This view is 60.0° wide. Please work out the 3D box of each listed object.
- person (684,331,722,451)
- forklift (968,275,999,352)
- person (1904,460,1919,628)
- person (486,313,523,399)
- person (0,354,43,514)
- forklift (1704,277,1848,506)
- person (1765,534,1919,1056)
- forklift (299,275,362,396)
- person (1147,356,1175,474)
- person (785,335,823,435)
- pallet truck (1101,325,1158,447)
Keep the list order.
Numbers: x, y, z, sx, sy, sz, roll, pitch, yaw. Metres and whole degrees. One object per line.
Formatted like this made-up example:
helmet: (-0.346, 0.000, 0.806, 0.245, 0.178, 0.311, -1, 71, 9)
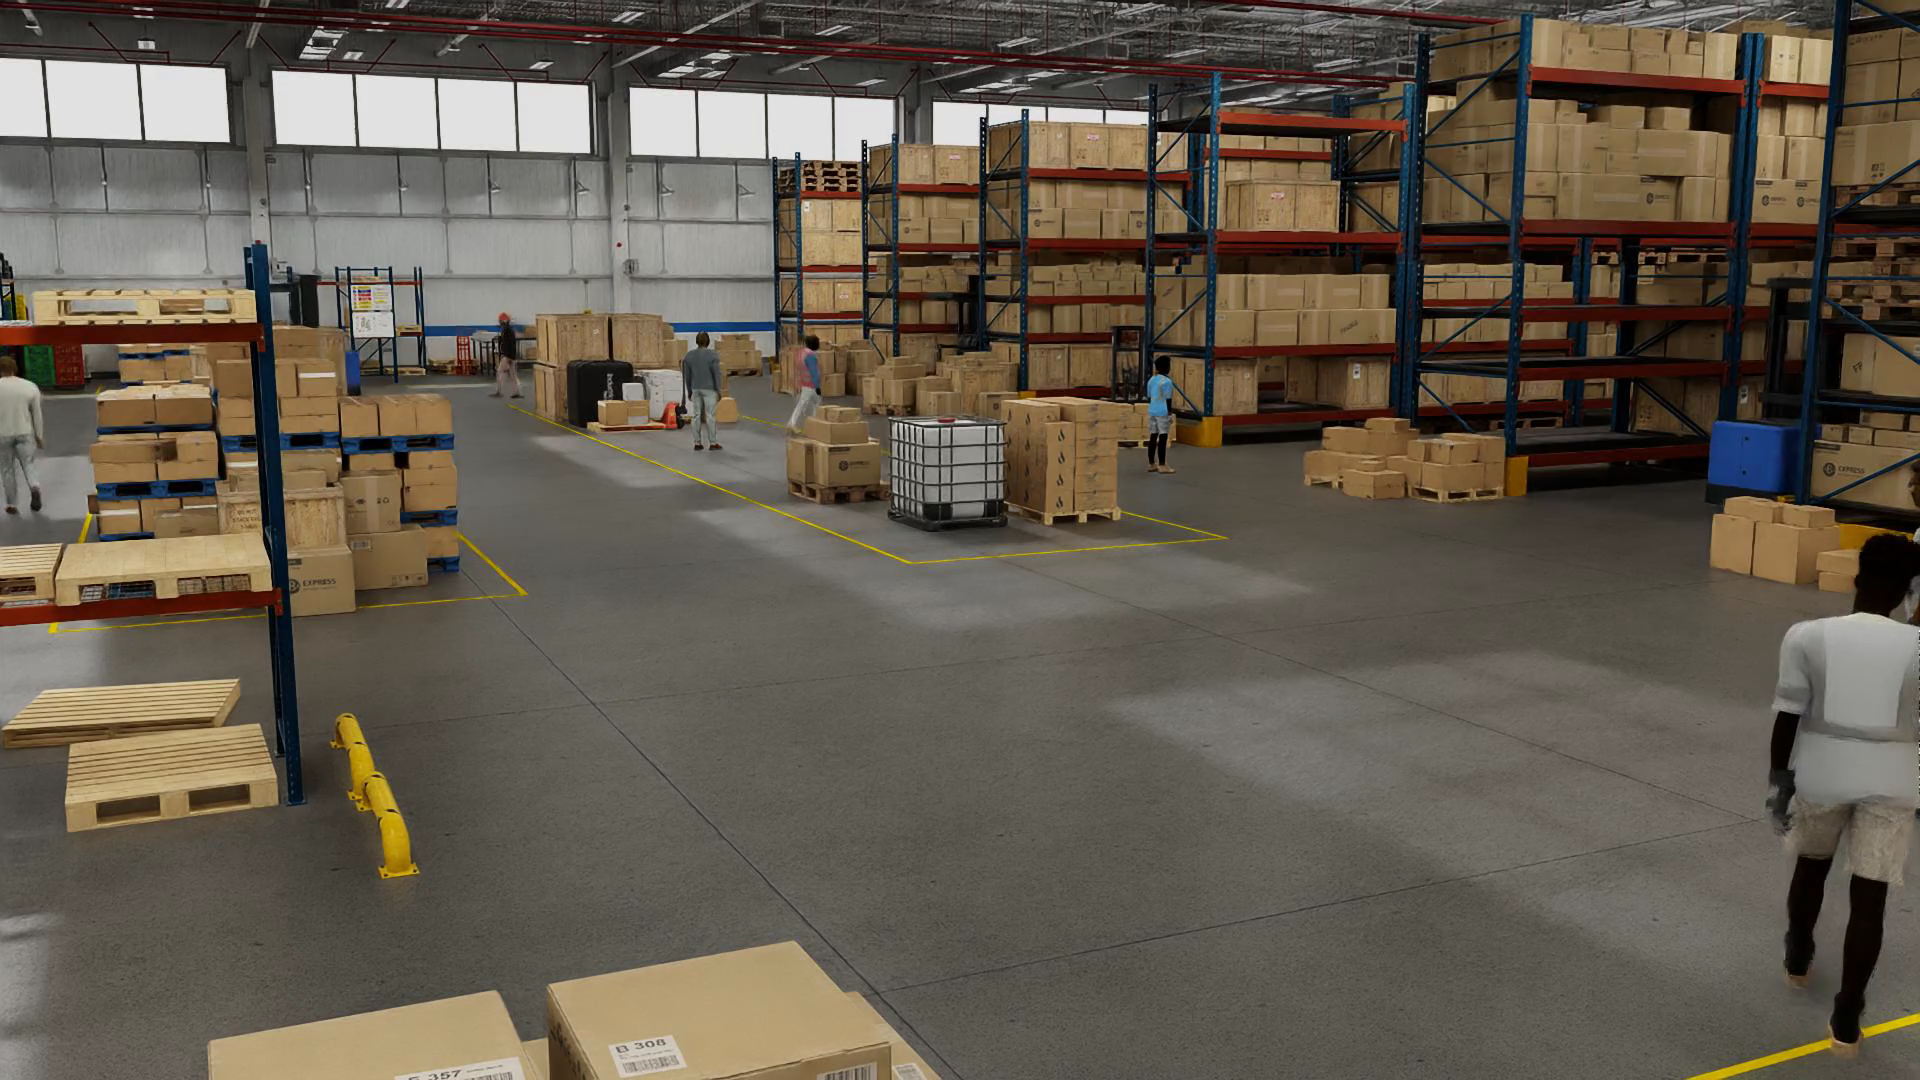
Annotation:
person: (-4.151, -2.411, 26.959, 0.627, 1.940, 0.372, 2, 9, 15)
forklift: (0.528, -4.559, 37.374, 1.873, 2.768, 1.129, -4, 10, -25)
person: (5.402, 0.465, 9.330, 0.329, 1.872, 0.509, 9, 13, 43)
person: (-10.423, -4.183, 37.896, 0.907, 1.958, 0.629, -1, 9, -4)
person: (-11.231, -1.238, 19.753, 0.632, 1.925, 0.618, -8, 12, -41)
forklift: (10.154, -1.777, 20.114, 1.873, 2.768, 1.129, -4, 10, -25)
person: (3.455, 0.917, 6.394, 0.609, 1.907, 0.959, 6, 11, 31)
forklift: (-14.675, -4.612, 37.701, 1.873, 2.768, 1.129, -4, 10, -25)
person: (2.887, -1.799, 23.914, 0.321, 1.695, 0.530, -5, 10, -26)
person: (-2.673, -2.744, 29.503, 0.970, 1.793, 0.643, -2, 9, -11)
pallet truck: (2.881, -2.596, 27.923, 0.823, 1.965, 1.885, -1, 9, -7)
